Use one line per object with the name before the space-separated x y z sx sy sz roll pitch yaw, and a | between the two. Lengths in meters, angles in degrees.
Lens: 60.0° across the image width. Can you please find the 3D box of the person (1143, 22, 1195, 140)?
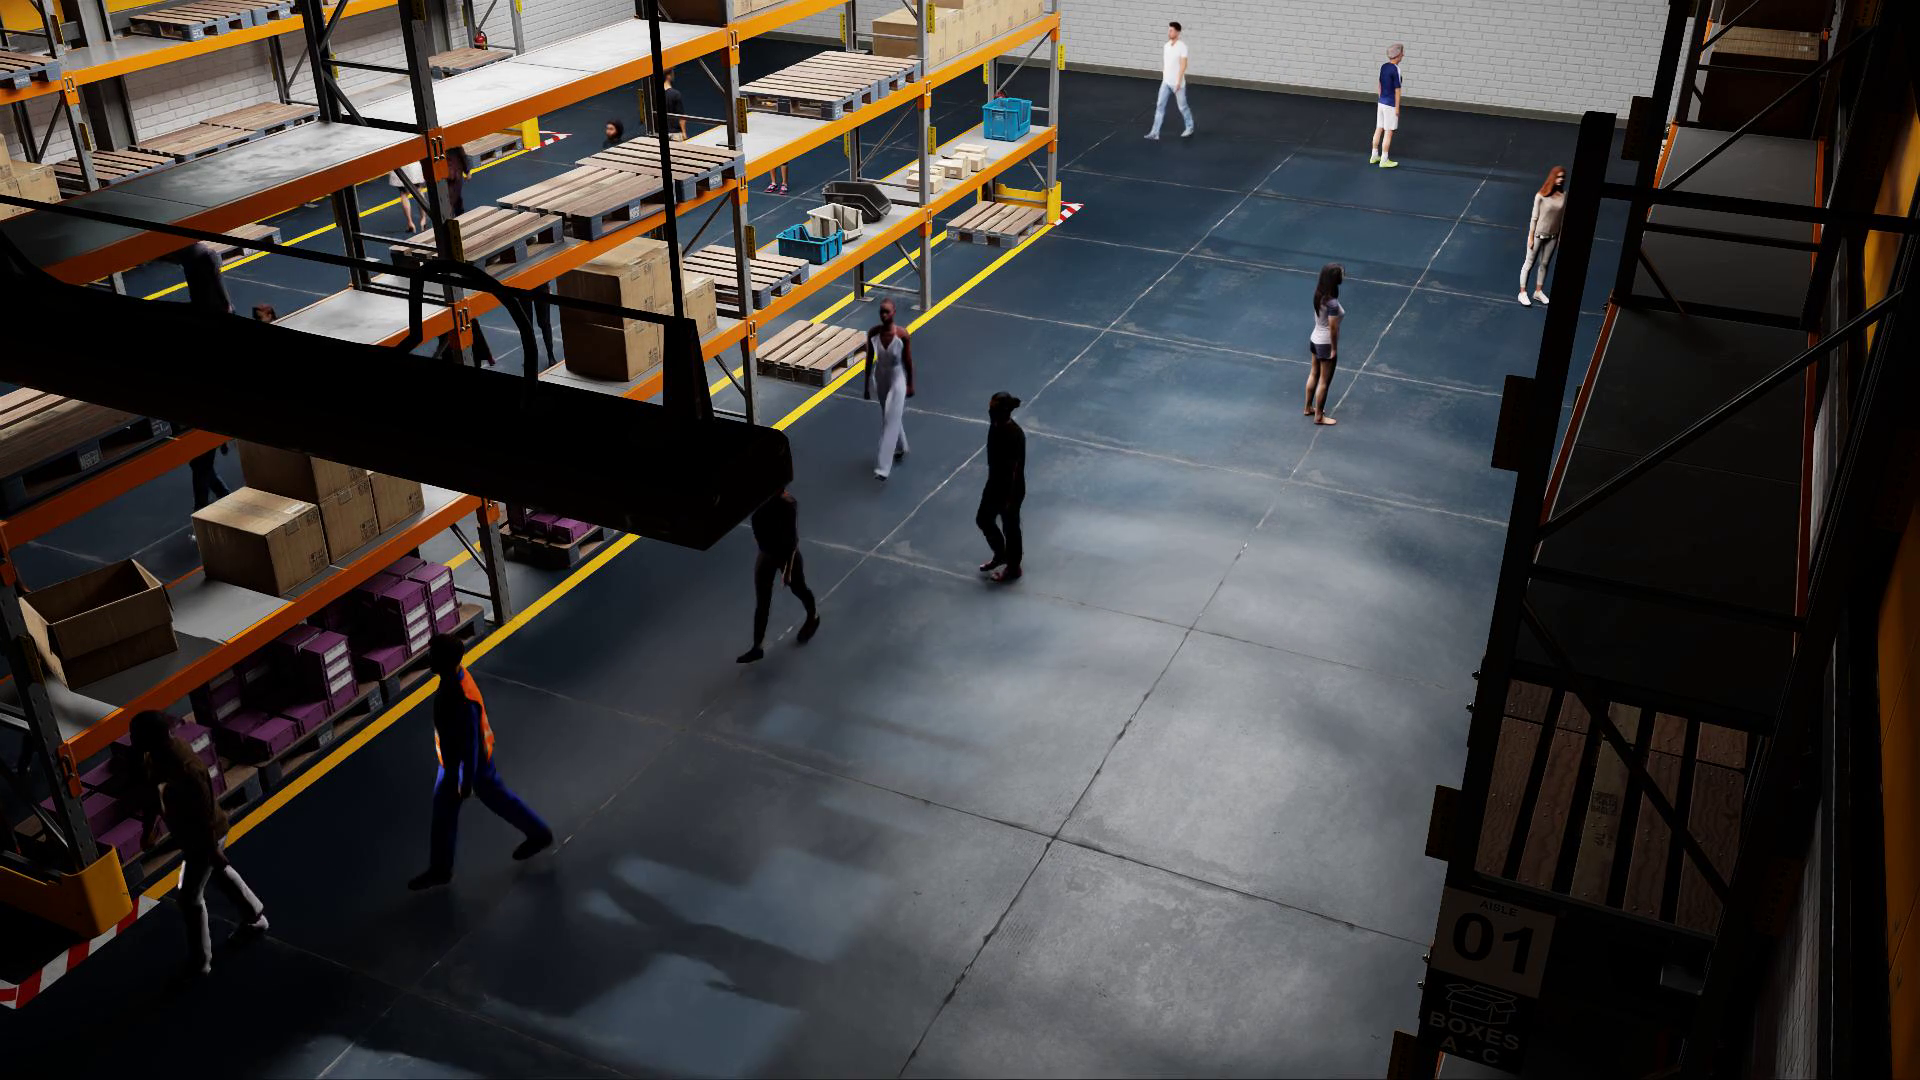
person | 3.494 -7.303 26.563 1.284 1.817 1.021 -21 35 -34

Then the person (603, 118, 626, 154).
person | -4.477 -4.747 22.017 0.596 1.683 0.590 11 31 20

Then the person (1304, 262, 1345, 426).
person | 3.732 -2.027 17.006 0.740 1.706 0.654 -6 29 -10

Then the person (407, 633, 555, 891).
person | -3.045 1.390 10.625 1.323 1.819 1.104 -18 33 -29

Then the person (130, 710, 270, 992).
person | -4.503 1.748 9.996 1.082 1.794 0.959 -23 36 -35

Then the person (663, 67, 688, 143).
person | -4.147 -5.869 23.894 0.620 1.856 0.511 12 31 22

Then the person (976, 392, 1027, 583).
person | 0.464 -0.458 14.088 0.781 1.746 0.742 -14 32 -24

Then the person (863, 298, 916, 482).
person | -0.647 -1.487 15.988 0.703 1.733 1.170 9 30 15

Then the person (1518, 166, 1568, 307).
person | 7.024 -3.675 20.027 0.667 1.706 0.700 -5 29 -9

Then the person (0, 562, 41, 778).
person | -6.597 0.794 11.874 0.621 1.670 1.066 11 30 19

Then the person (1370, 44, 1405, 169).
person | 6.522 -6.621 25.292 0.770 1.838 0.714 -10 30 -18

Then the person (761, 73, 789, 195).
person | -2.664 -5.890 24.065 0.583 1.728 0.549 10 30 18

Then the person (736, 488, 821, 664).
person | -1.347 0.122 13.106 0.752 1.670 1.170 19 34 31
